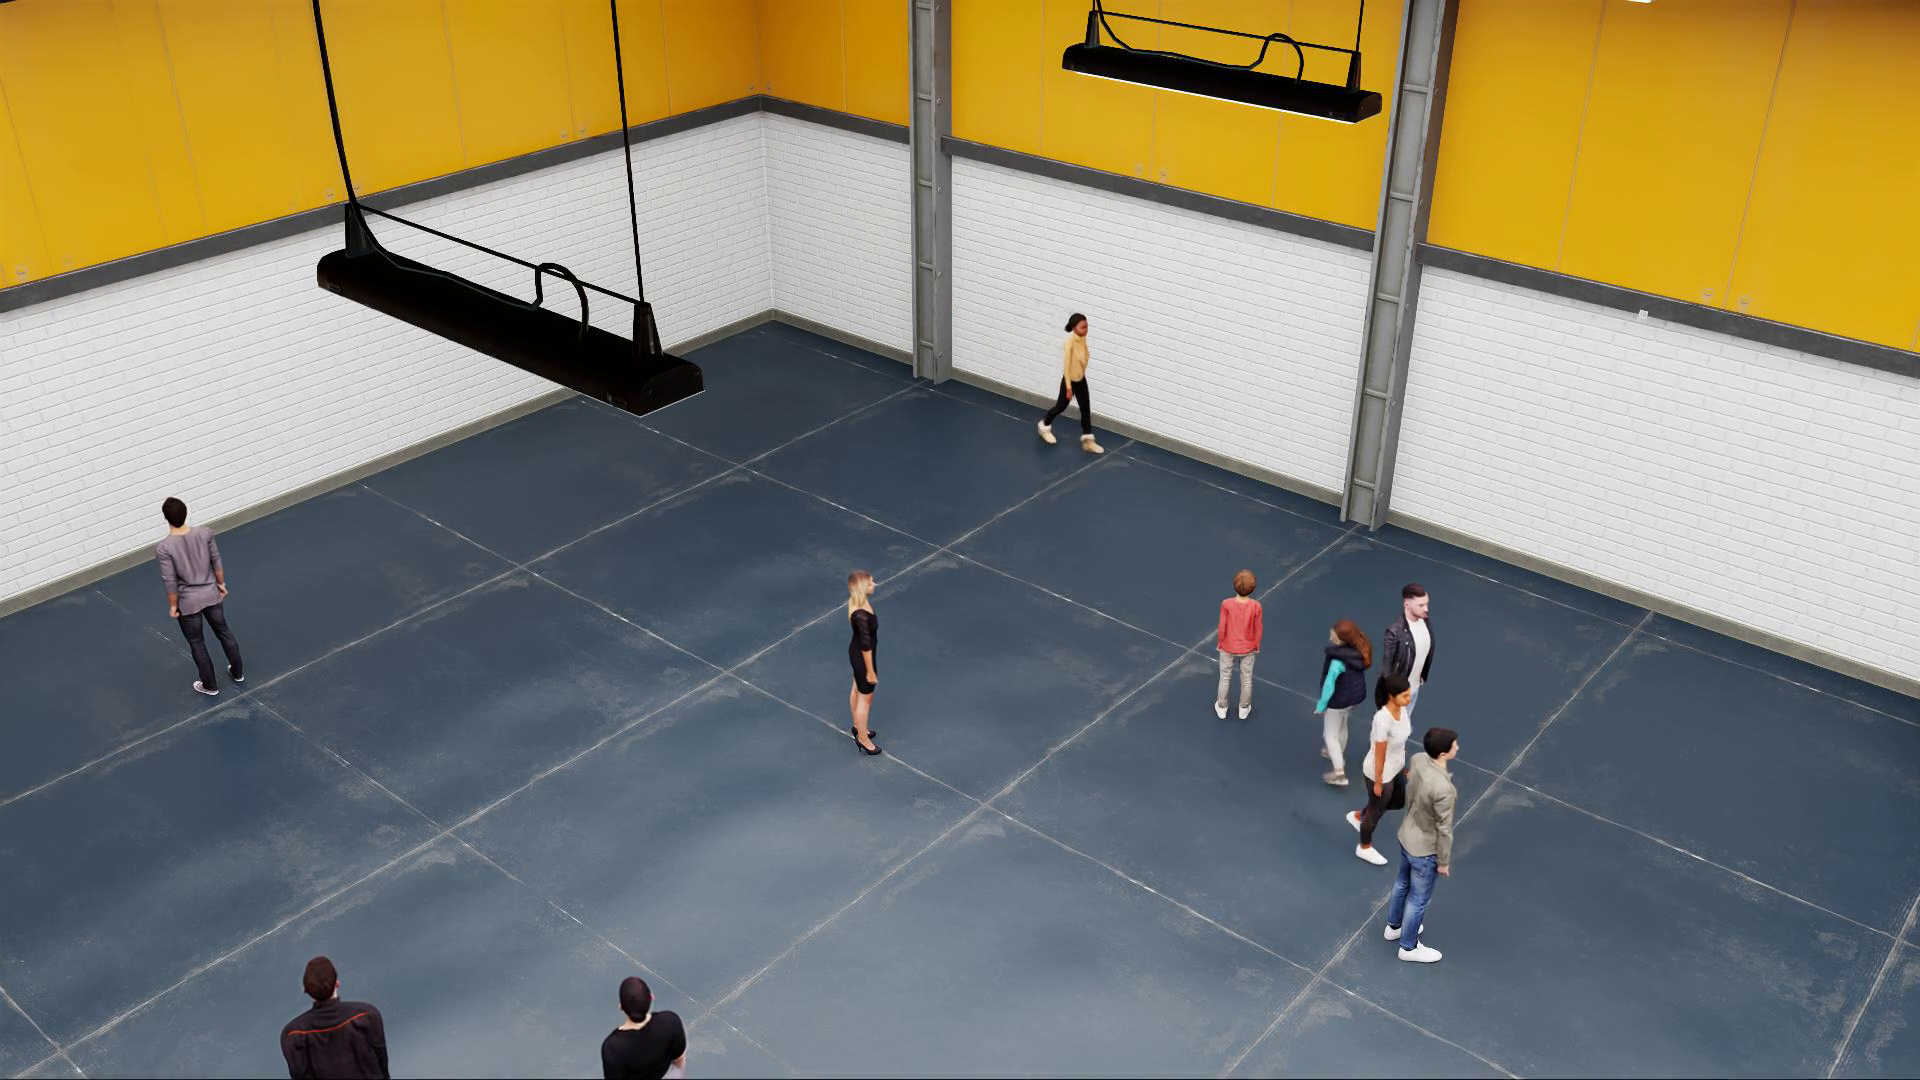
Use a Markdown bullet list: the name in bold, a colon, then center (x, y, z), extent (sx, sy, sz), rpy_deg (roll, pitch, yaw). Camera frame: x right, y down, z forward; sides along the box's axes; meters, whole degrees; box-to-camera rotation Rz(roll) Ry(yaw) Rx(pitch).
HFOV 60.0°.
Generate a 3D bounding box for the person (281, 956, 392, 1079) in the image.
- **person**: center (-3.465, 3.123, 9.421), extent (0.775, 1.915, 0.757), rpy_deg (-12, 31, -21)

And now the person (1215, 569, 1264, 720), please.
- **person**: center (2.354, 0.882, 14.051), extent (0.571, 1.416, 0.660), rpy_deg (4, 29, 7)

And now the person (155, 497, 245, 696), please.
- **person**: center (-6.578, 0.474, 14.342), extent (0.515, 1.853, 0.662), rpy_deg (22, 35, 34)

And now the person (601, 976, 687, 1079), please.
- **person**: center (-1.764, 3.195, 9.452), extent (0.729, 1.758, 0.696), rpy_deg (-19, 34, -31)

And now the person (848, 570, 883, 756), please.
- **person**: center (-0.793, 0.983, 13.594), extent (0.670, 1.677, 0.587), rpy_deg (-5, 29, -10)

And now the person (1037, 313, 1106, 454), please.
- **person**: center (1.202, -1.783, 18.724), extent (1.092, 1.619, 0.614), rpy_deg (22, 35, 34)

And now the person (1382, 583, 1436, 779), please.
- **person**: center (3.479, 1.138, 13.143), extent (0.688, 1.836, 0.607), rpy_deg (-22, 36, -34)

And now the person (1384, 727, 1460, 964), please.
- **person**: center (3.166, 2.067, 11.409), extent (0.844, 1.864, 0.756), rpy_deg (-5, 29, -9)

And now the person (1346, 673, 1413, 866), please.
- **person**: center (3.073, 1.676, 12.368), extent (0.642, 1.633, 0.563), rpy_deg (23, 36, 35)

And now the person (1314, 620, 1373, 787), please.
- **person**: center (3.049, 1.272, 13.271), extent (0.611, 1.477, 0.618), rpy_deg (-21, 35, -34)
